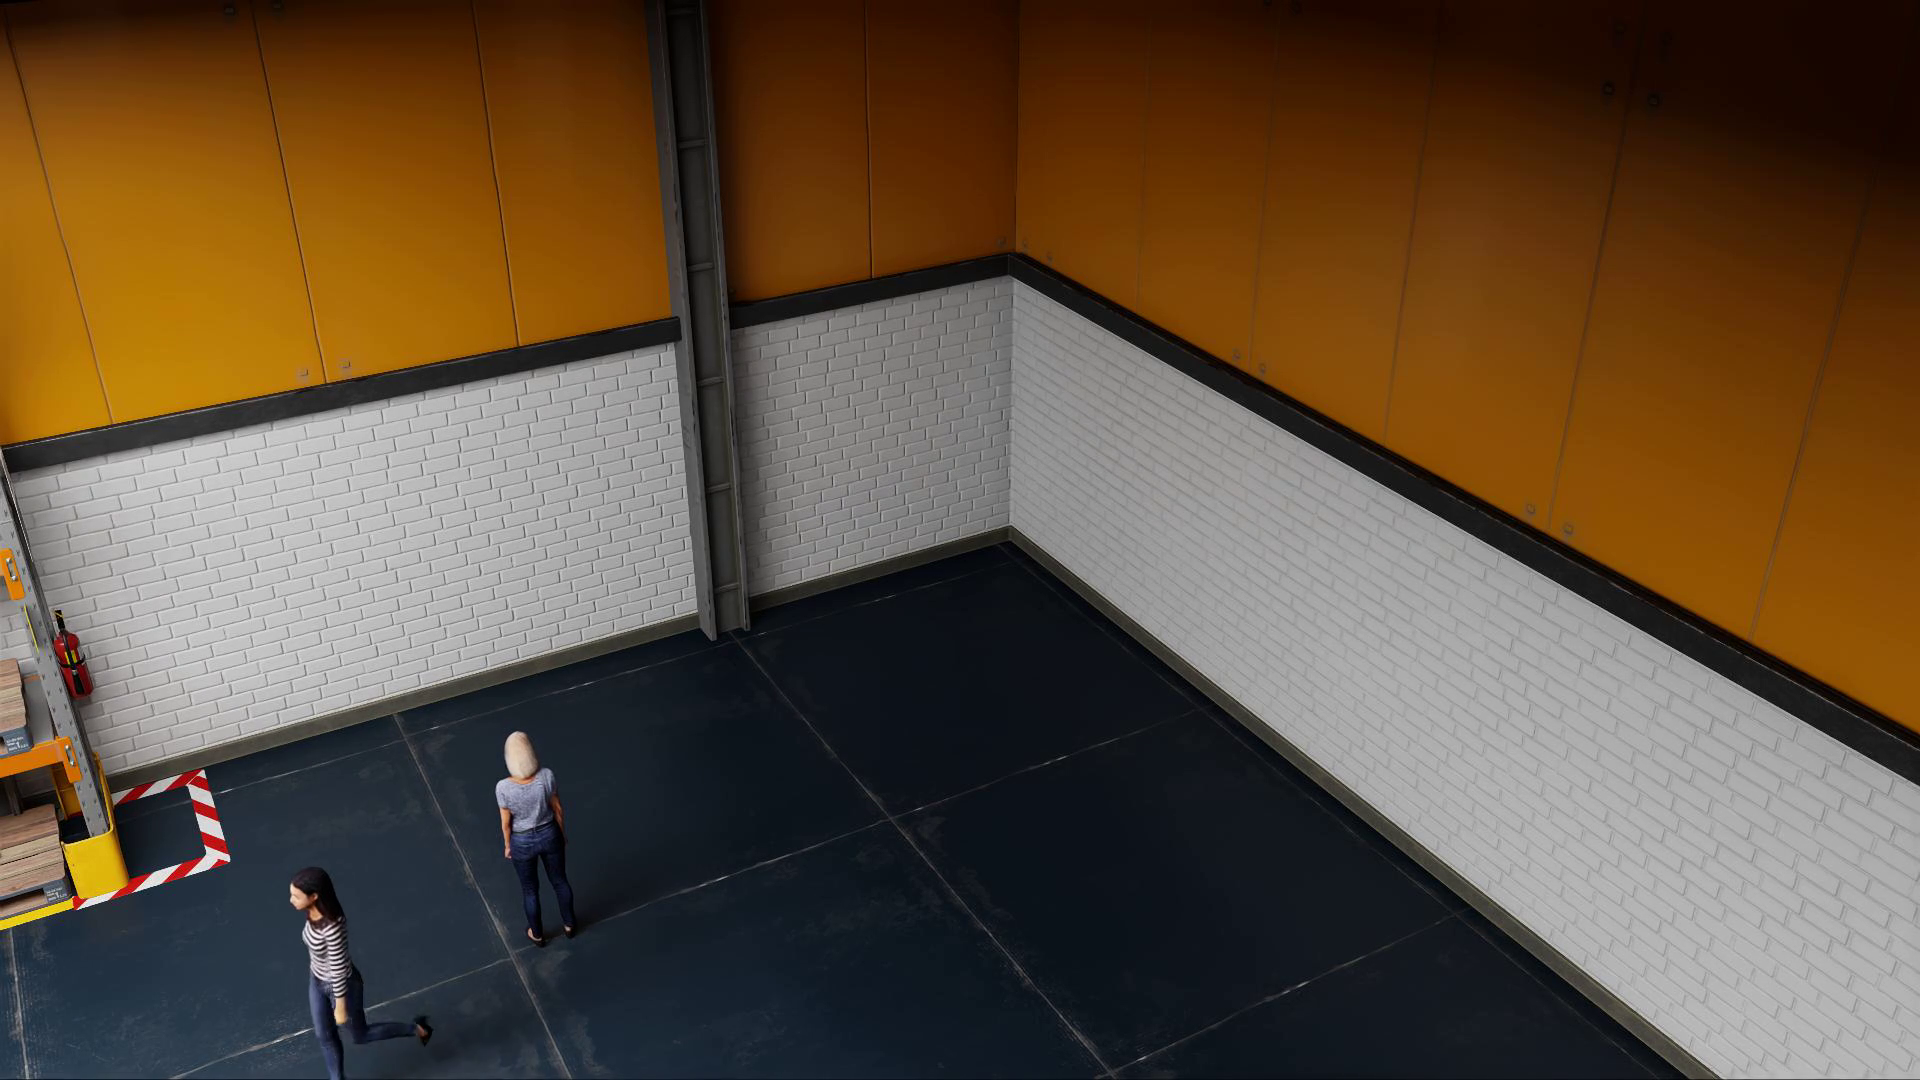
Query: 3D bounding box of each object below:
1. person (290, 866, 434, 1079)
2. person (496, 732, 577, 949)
[{"bbox_3d":[-3.679,2.697,10.084,1.074,1.767,0.745,-23,36,-35],"label":"person"},{"bbox_3d":[-2.890,2.040,11.337,0.473,1.719,0.659,-12,31,-21],"label":"person"}]
